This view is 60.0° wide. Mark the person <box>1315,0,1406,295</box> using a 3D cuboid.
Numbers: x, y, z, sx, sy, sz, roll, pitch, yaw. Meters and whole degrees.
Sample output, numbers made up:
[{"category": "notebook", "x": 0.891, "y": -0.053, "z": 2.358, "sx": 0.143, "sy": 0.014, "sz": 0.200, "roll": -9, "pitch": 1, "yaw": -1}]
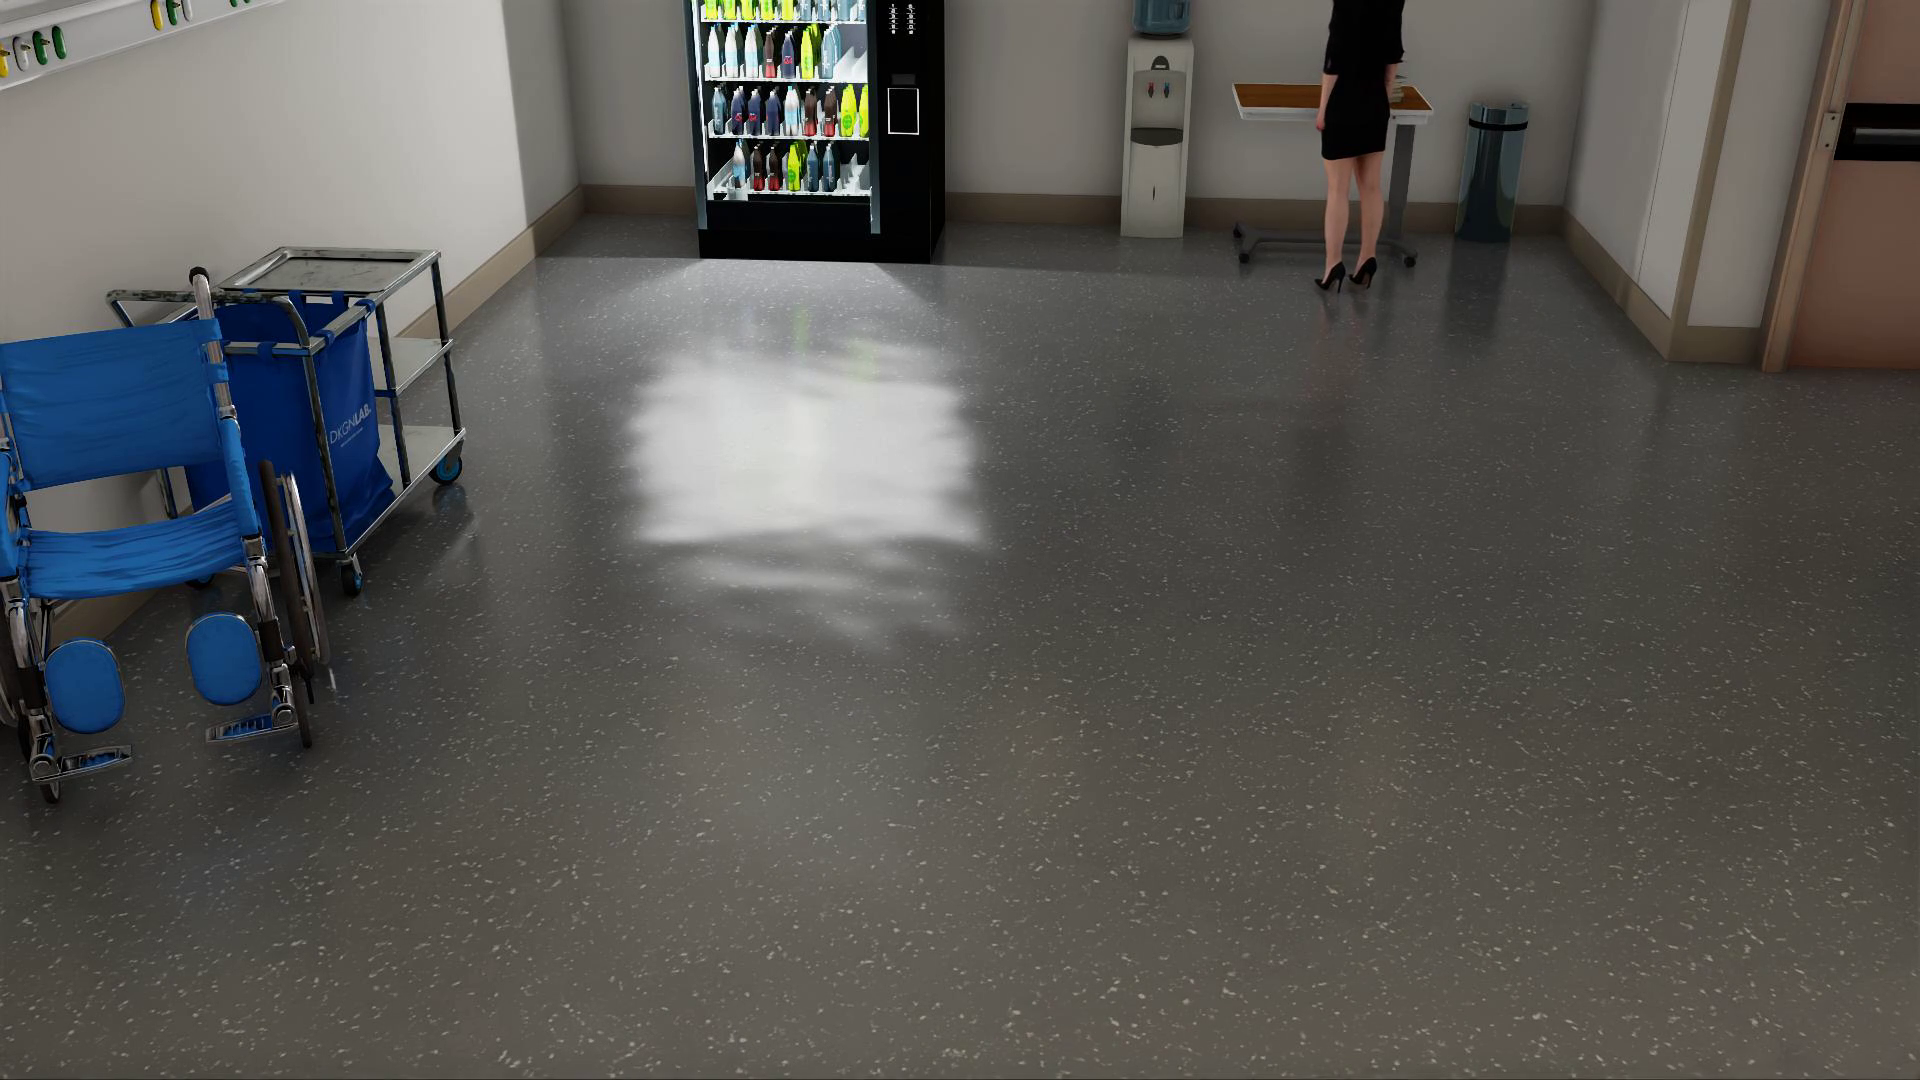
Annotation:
[{"category": "person", "x": 1.904, "y": -2.030, "z": 7.916, "sx": 0.631, "sy": 1.696, "sz": 0.728, "roll": -14, "pitch": 29, "yaw": -26}]
